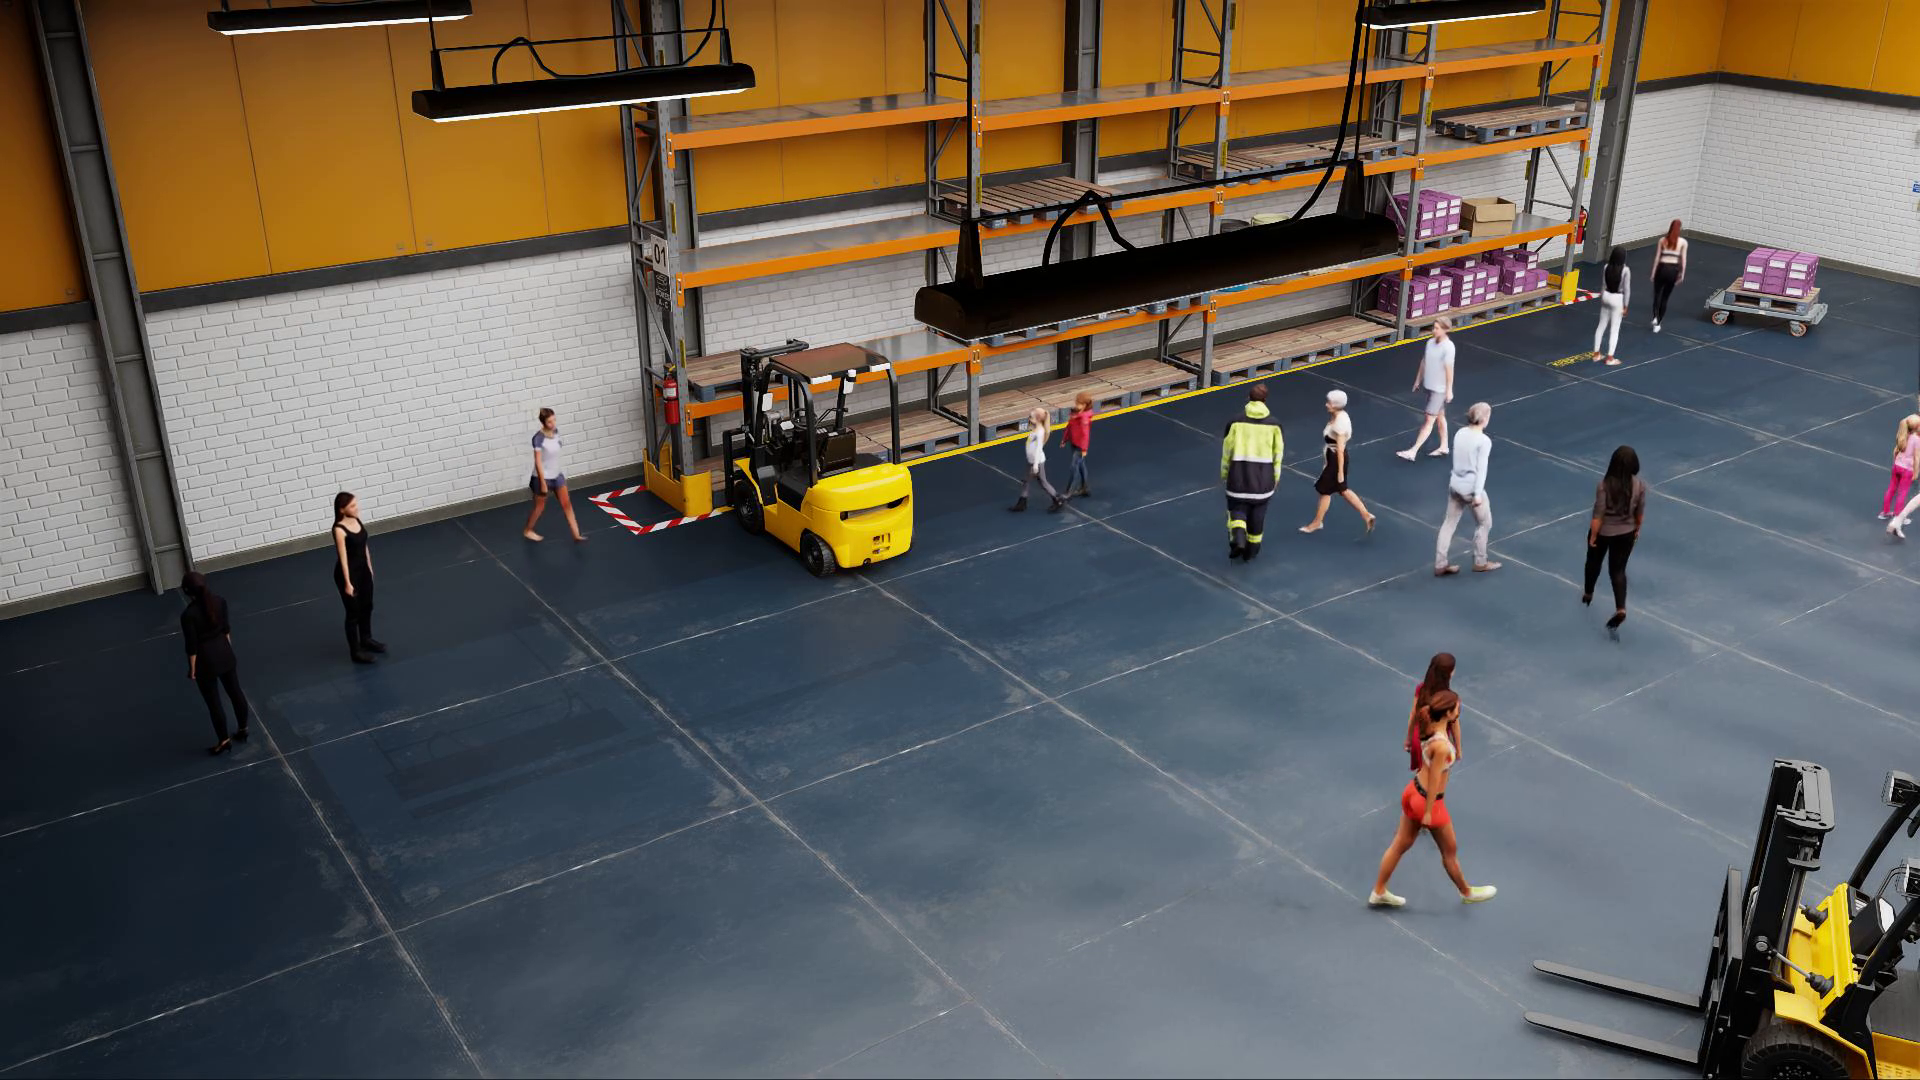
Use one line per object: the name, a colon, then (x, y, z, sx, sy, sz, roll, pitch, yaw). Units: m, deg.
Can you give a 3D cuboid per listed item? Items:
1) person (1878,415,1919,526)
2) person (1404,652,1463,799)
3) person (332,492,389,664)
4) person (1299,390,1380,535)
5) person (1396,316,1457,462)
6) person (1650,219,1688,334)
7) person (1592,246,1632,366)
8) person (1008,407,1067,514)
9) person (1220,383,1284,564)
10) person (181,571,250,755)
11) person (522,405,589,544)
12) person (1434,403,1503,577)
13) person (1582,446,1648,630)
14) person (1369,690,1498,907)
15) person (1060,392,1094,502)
person: (10.624, -0.810, 18.717, 0.588, 1.272, 0.556, -6, 24, -14)
person: (3.595, 1.608, 12.872, 0.933, 1.523, 0.622, -20, 31, -38)
person: (-5.679, 0.330, 15.593, 0.741, 1.686, 0.679, 4, 24, 9)
person: (4.205, -0.793, 18.122, 1.098, 1.717, 1.107, 9, 25, 20)
person: (5.948, -1.856, 20.446, 1.145, 1.803, 0.918, -6, 24, -14)
person: (10.831, -4.030, 25.515, 0.802, 1.728, 0.885, 11, 26, 24)
person: (9.474, -3.421, 24.128, 0.492, 1.723, 0.590, -15, 28, -31)
person: (0.934, -0.891, 18.915, 0.951, 1.263, 0.750, -4, 24, -8)
person: (3.052, -0.654, 17.503, 1.033, 1.959, 1.093, 3, 24, 6)
person: (-6.295, 1.028, 14.028, 0.742, 1.661, 0.632, 12, 26, 25)
person: (-4.540, -0.687, 18.051, 0.943, 1.580, 1.050, 10, 25, 21)
person: (5.173, -0.487, 17.239, 1.003, 1.865, 0.811, -8, 25, -18)
person: (6.369, 0.019, 16.159, 1.167, 1.801, 1.163, 1, 24, 3)
person: (3.245, 1.900, 11.922, 1.191, 1.749, 0.985, -1, 24, -1)
person: (1.437, -1.104, 19.357, 0.741, 1.297, 0.658, -4, 24, -9)
